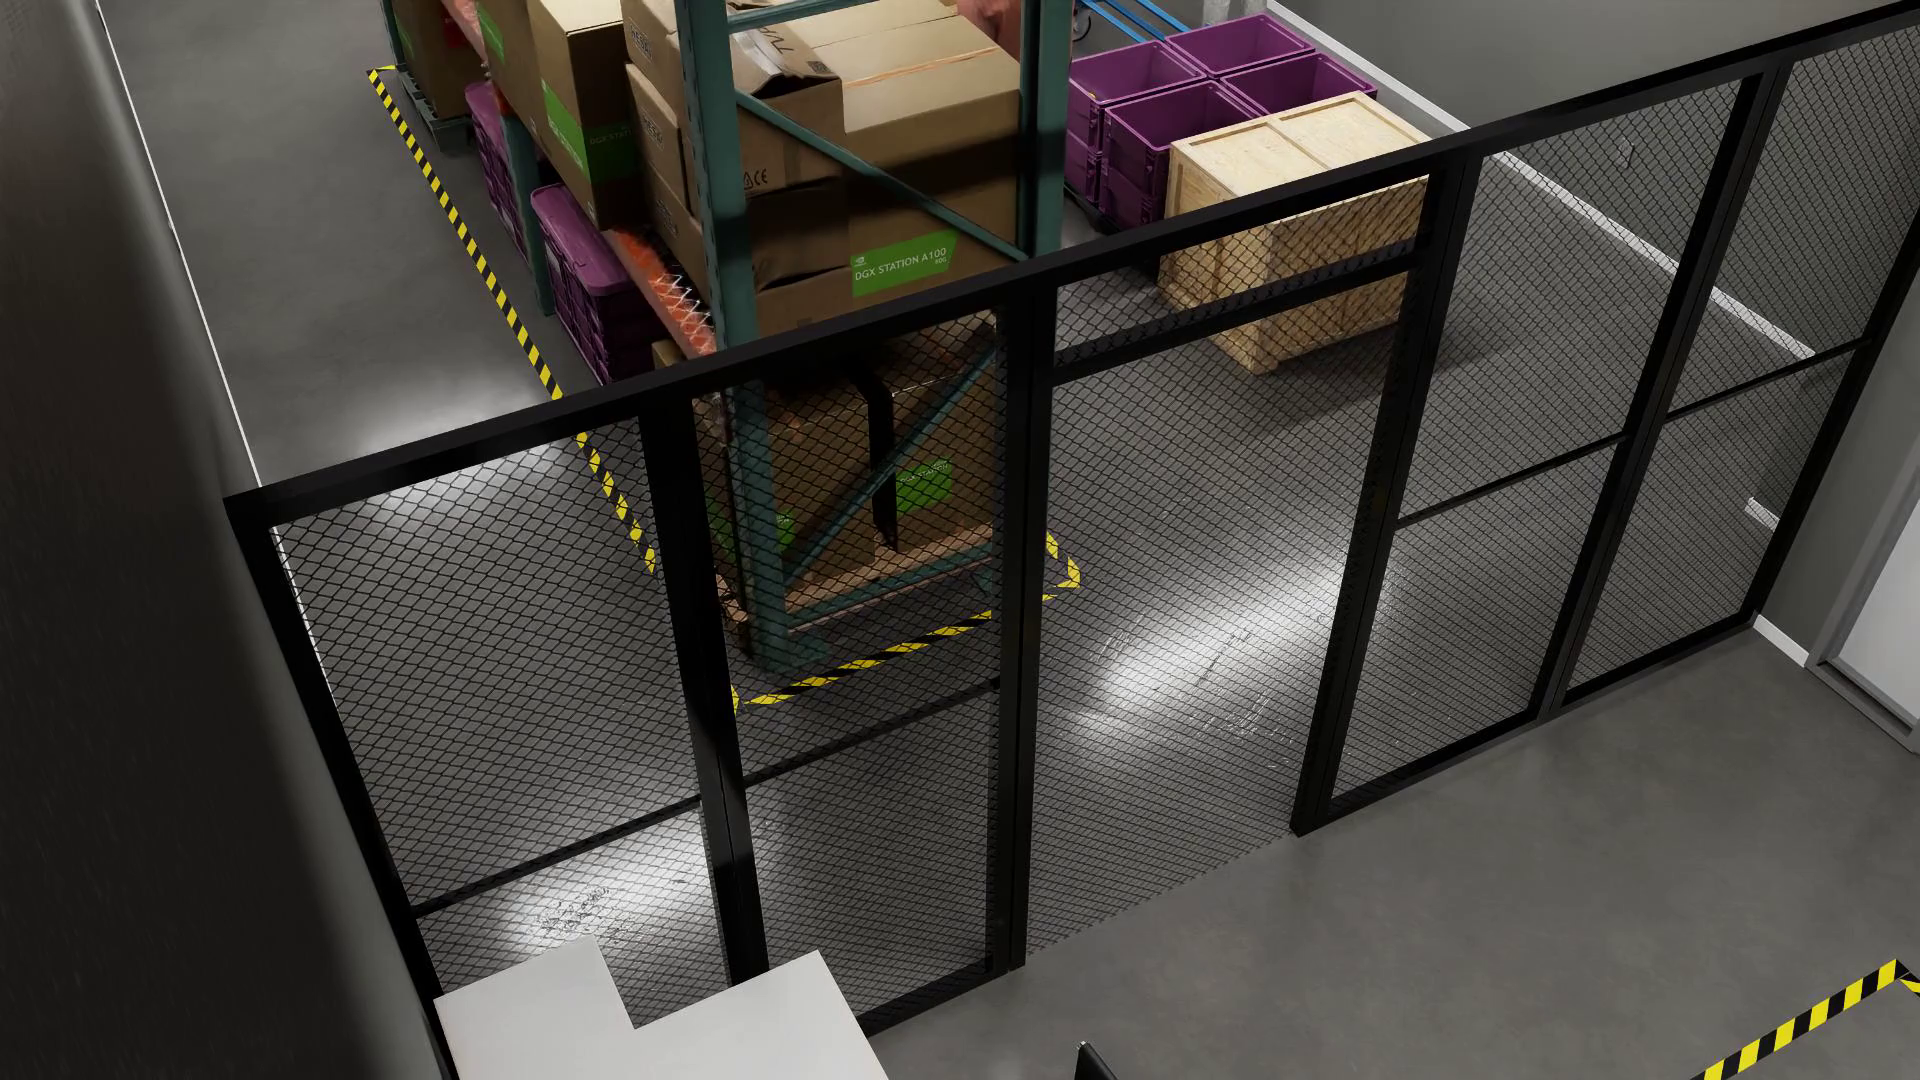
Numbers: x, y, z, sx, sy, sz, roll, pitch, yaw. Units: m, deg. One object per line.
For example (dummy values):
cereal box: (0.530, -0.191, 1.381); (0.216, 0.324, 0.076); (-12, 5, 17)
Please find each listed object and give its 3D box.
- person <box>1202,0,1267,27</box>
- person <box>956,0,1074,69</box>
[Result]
person: (1.426, -3.269, 8.598); (0.591, 1.834, 0.404); (-16, 45, -17)
person: (0.201, -1.822, 6.898); (0.622, 1.990, 0.399); (-32, 51, -30)
